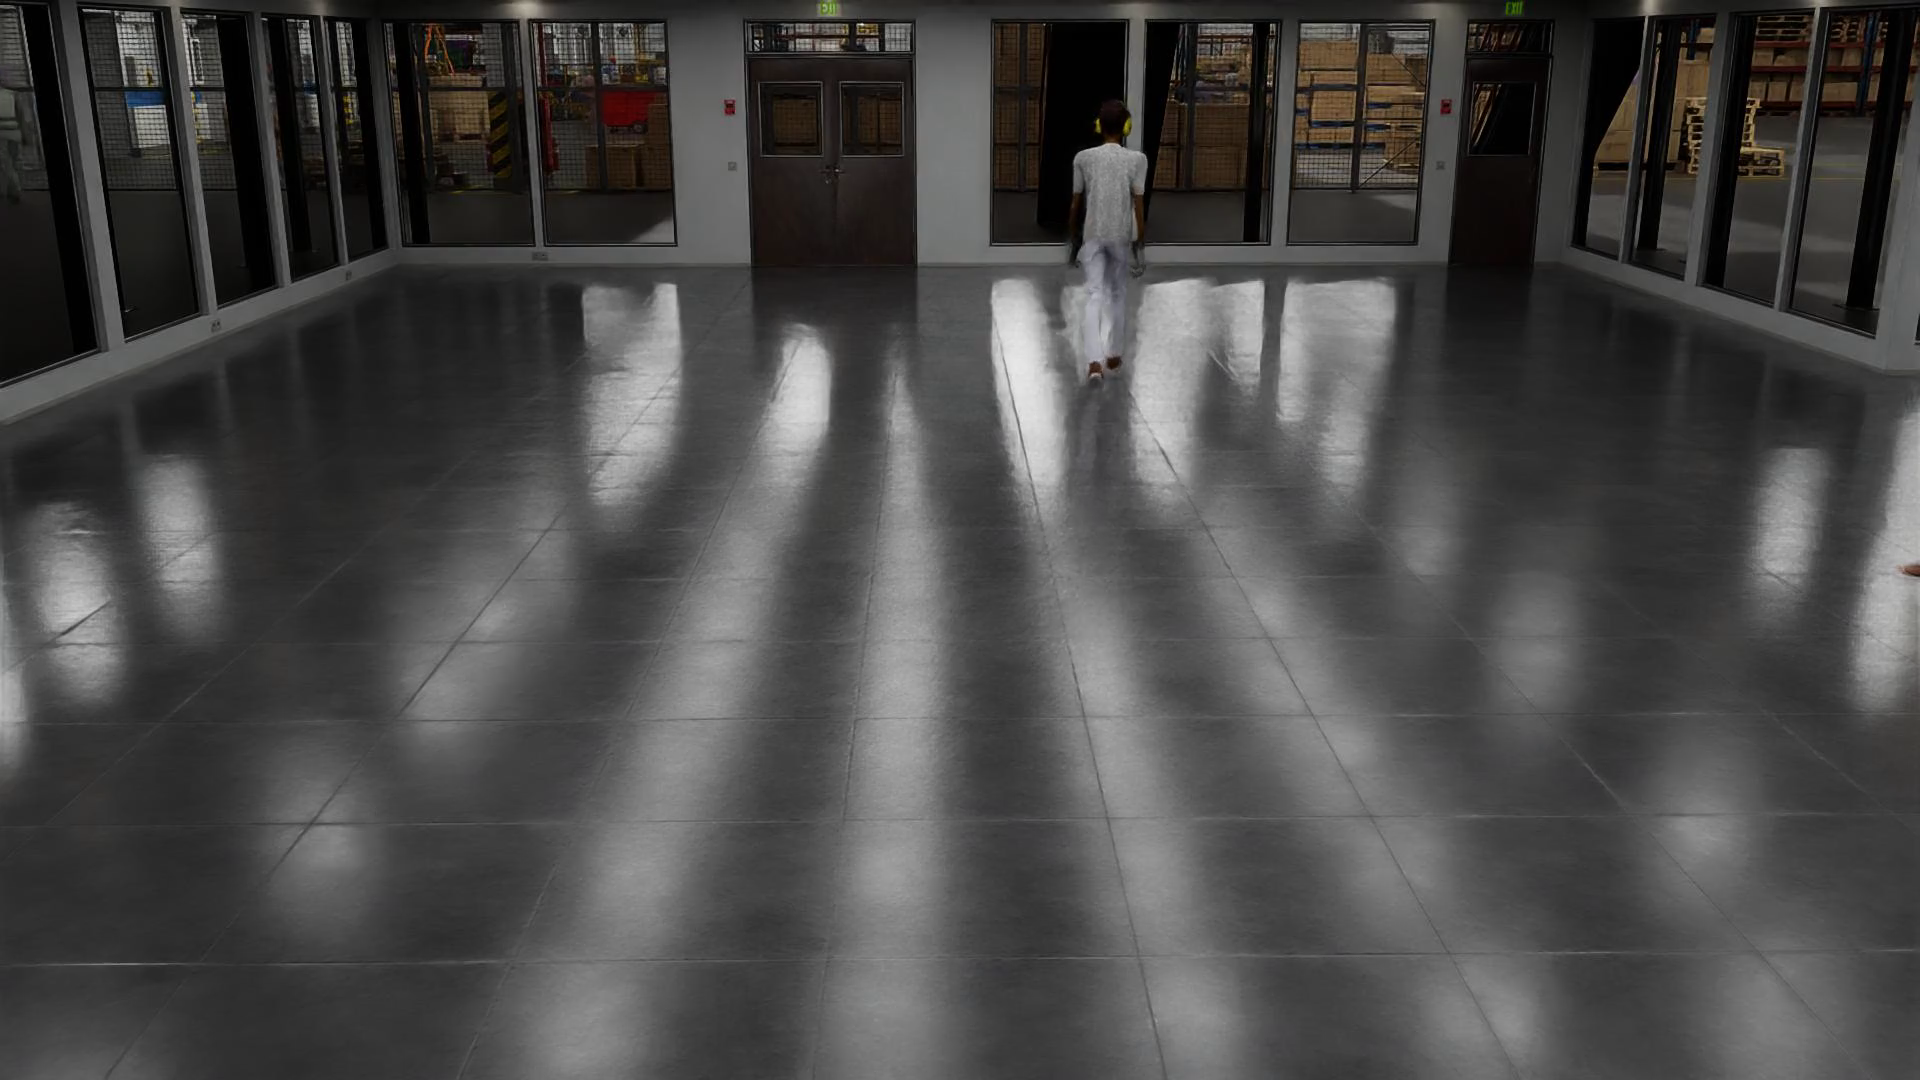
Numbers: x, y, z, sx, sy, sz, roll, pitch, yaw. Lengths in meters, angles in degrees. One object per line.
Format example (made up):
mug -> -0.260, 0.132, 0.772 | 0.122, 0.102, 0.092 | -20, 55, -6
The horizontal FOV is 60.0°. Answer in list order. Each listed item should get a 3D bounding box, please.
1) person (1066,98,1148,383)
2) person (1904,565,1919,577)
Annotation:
person -> 0.959, -1.965, 10.949 | 0.535, 1.832, 0.953 | 2, 17, 8
person -> 4.017, -0.572, 6.529 | 0.278, 1.631, 0.505 | 4, 17, 14
